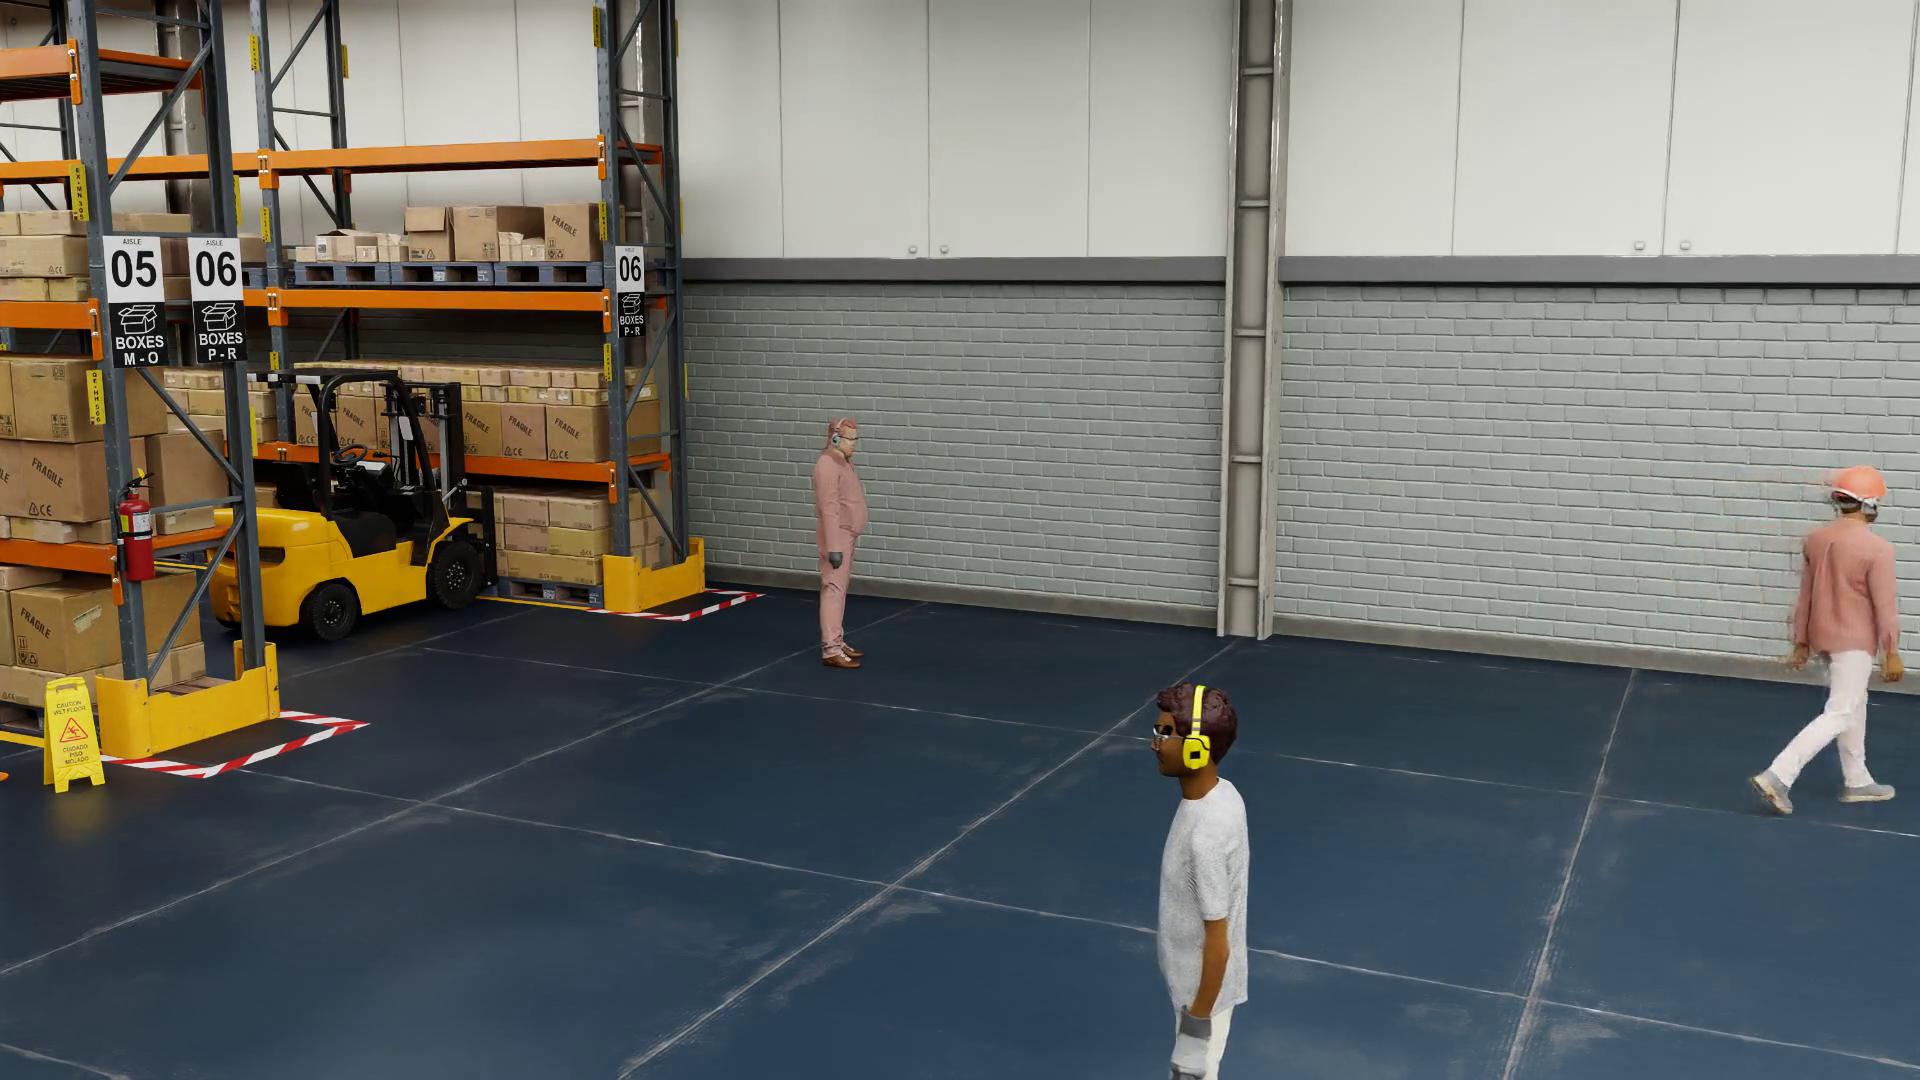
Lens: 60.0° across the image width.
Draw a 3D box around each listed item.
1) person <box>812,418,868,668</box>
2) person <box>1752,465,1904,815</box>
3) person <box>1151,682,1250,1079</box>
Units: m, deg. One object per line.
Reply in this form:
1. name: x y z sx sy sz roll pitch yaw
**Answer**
1. person: -0.909 0.017 12.754 0.406 1.902 0.639 0 9 3
2. person: 4.879 0.558 9.270 0.935 1.961 0.614 -1 9 -8
3. person: 0.668 1.326 4.820 0.323 1.871 0.528 1 9 7
